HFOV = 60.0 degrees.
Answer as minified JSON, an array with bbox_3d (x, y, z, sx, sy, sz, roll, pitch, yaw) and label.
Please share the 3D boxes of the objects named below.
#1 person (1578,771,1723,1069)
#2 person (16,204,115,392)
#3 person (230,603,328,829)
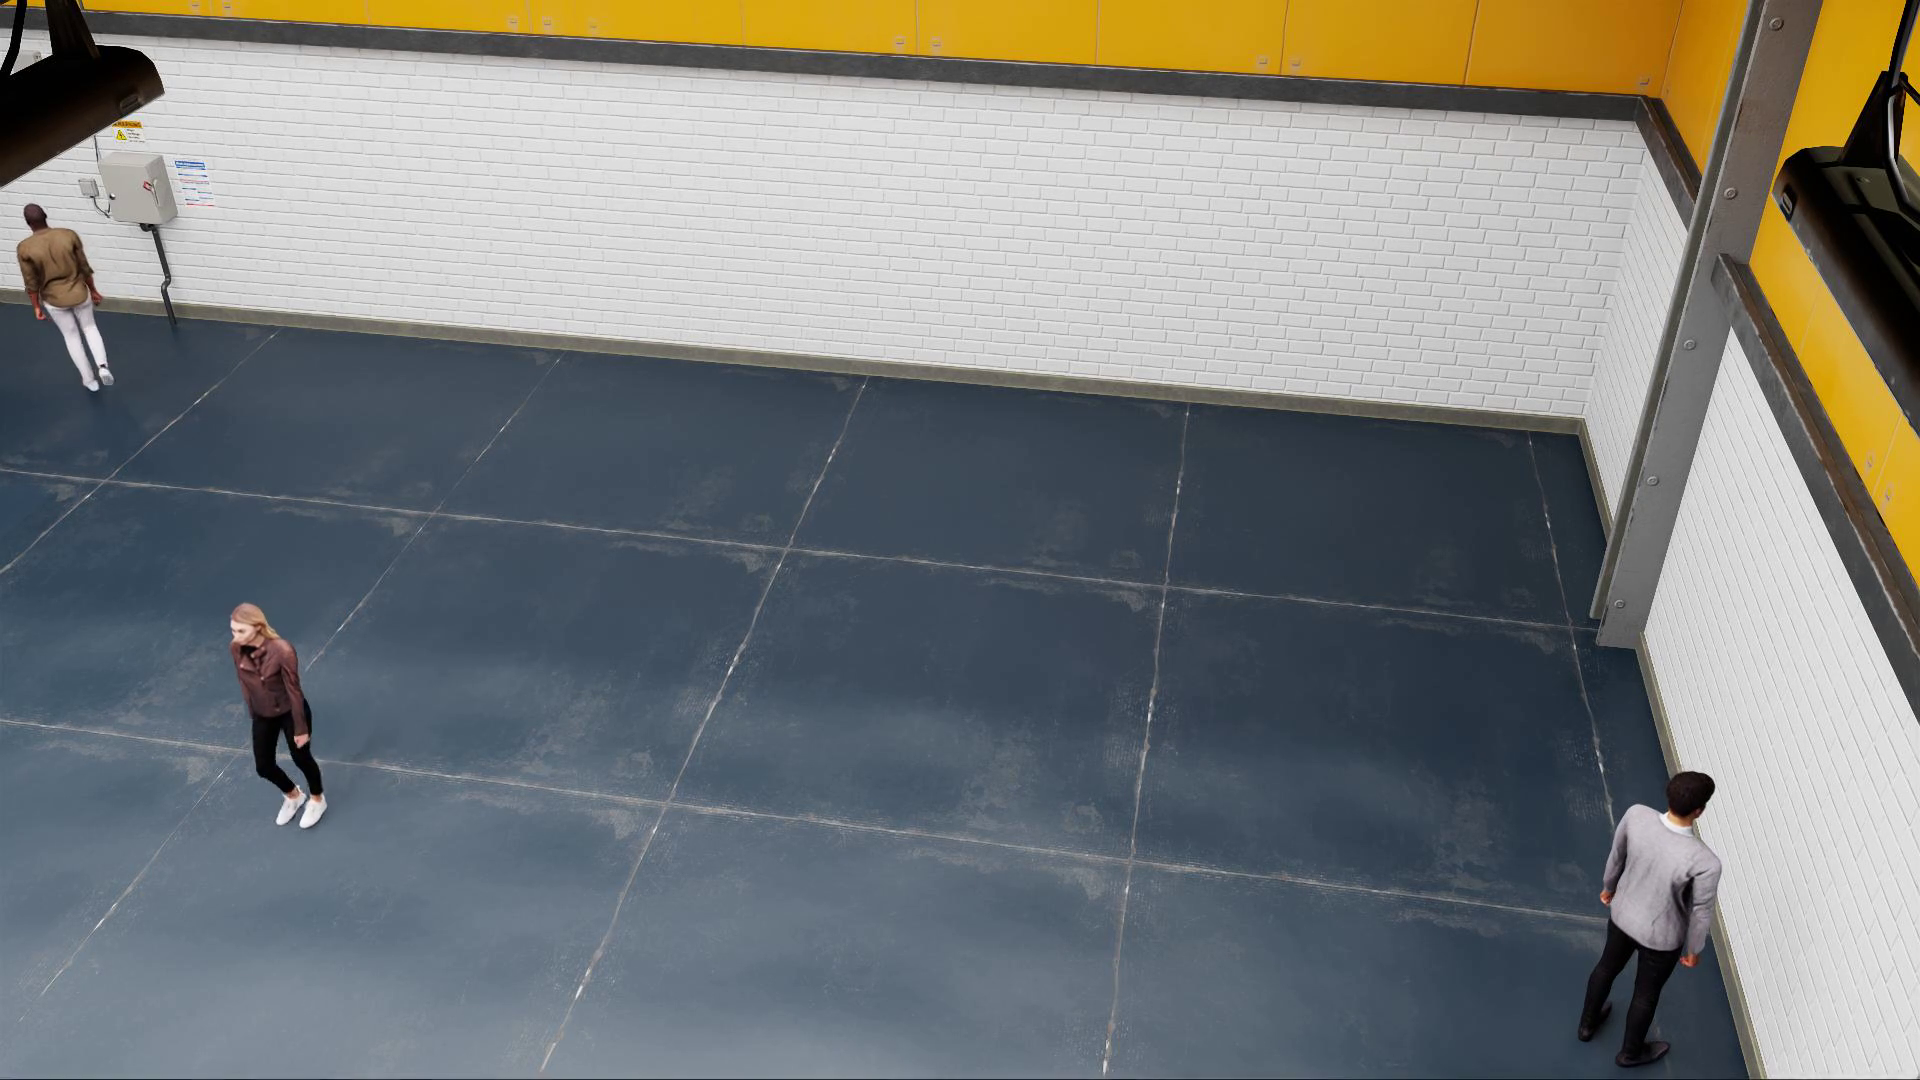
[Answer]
[{"bbox_3d":[3.570,1.961,8.635,0.880,1.921,0.820,-21,39,-28],"label":"person"},{"bbox_3d":[-7.958,-2.127,14.881,0.917,1.814,0.984,-24,40,-31],"label":"person"},{"bbox_3d":[-4.128,1.032,10.239,0.590,1.692,0.540,6,34,9],"label":"person"}]
